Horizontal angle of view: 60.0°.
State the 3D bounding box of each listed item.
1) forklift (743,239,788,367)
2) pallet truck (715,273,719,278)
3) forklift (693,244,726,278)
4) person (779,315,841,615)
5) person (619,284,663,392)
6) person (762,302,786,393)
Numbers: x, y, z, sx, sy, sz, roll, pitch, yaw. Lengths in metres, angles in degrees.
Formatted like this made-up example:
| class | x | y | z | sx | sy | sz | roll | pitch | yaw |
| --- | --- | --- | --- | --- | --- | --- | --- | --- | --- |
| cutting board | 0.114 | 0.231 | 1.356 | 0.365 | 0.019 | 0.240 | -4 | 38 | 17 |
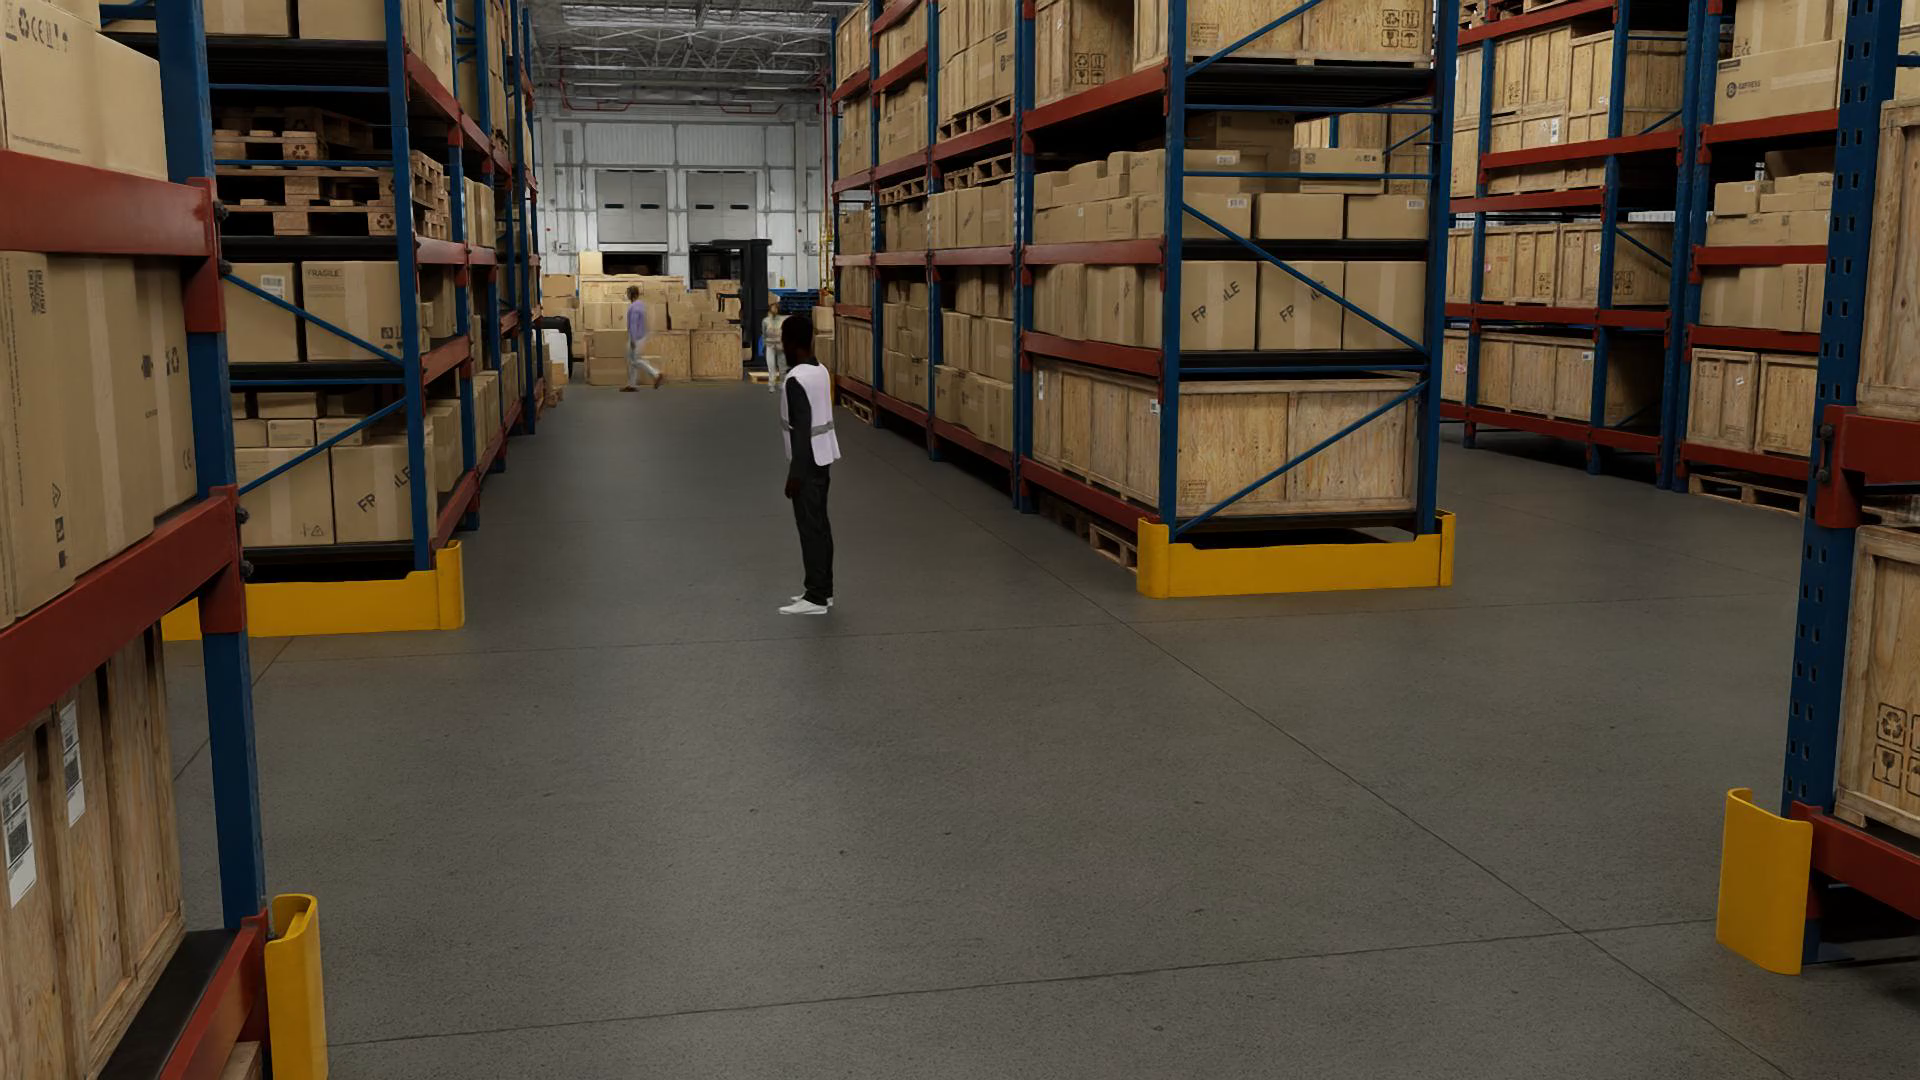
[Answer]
| class | x | y | z | sx | sy | sz | roll | pitch | yaw |
| --- | --- | --- | --- | --- | --- | --- | --- | --- | --- |
| forklift | -4.349 | -5.159 | 36.268 | 1.873 | 2.768 | 1.129 | -2 | 10 | -12 |
| pallet truck | -8.580 | -8.986 | 62.280 | 1.885 | 1.965 | 0.823 | 1 | 9 | 5 |
| forklift | -6.757 | -6.590 | 44.989 | 1.129 | 2.768 | 1.873 | -2 | 10 | -12 |
| person | -0.971 | -0.474 | 10.657 | 0.393 | 1.913 | 0.590 | 2 | 9 | 9 |
| person | -5.679 | -3.562 | 29.466 | 0.716 | 1.917 | 0.636 | -1 | 9 | -4 |
| person | -3.273 | -3.452 | 29.739 | 0.524 | 1.606 | 0.829 | 0 | 9 | 1 |
